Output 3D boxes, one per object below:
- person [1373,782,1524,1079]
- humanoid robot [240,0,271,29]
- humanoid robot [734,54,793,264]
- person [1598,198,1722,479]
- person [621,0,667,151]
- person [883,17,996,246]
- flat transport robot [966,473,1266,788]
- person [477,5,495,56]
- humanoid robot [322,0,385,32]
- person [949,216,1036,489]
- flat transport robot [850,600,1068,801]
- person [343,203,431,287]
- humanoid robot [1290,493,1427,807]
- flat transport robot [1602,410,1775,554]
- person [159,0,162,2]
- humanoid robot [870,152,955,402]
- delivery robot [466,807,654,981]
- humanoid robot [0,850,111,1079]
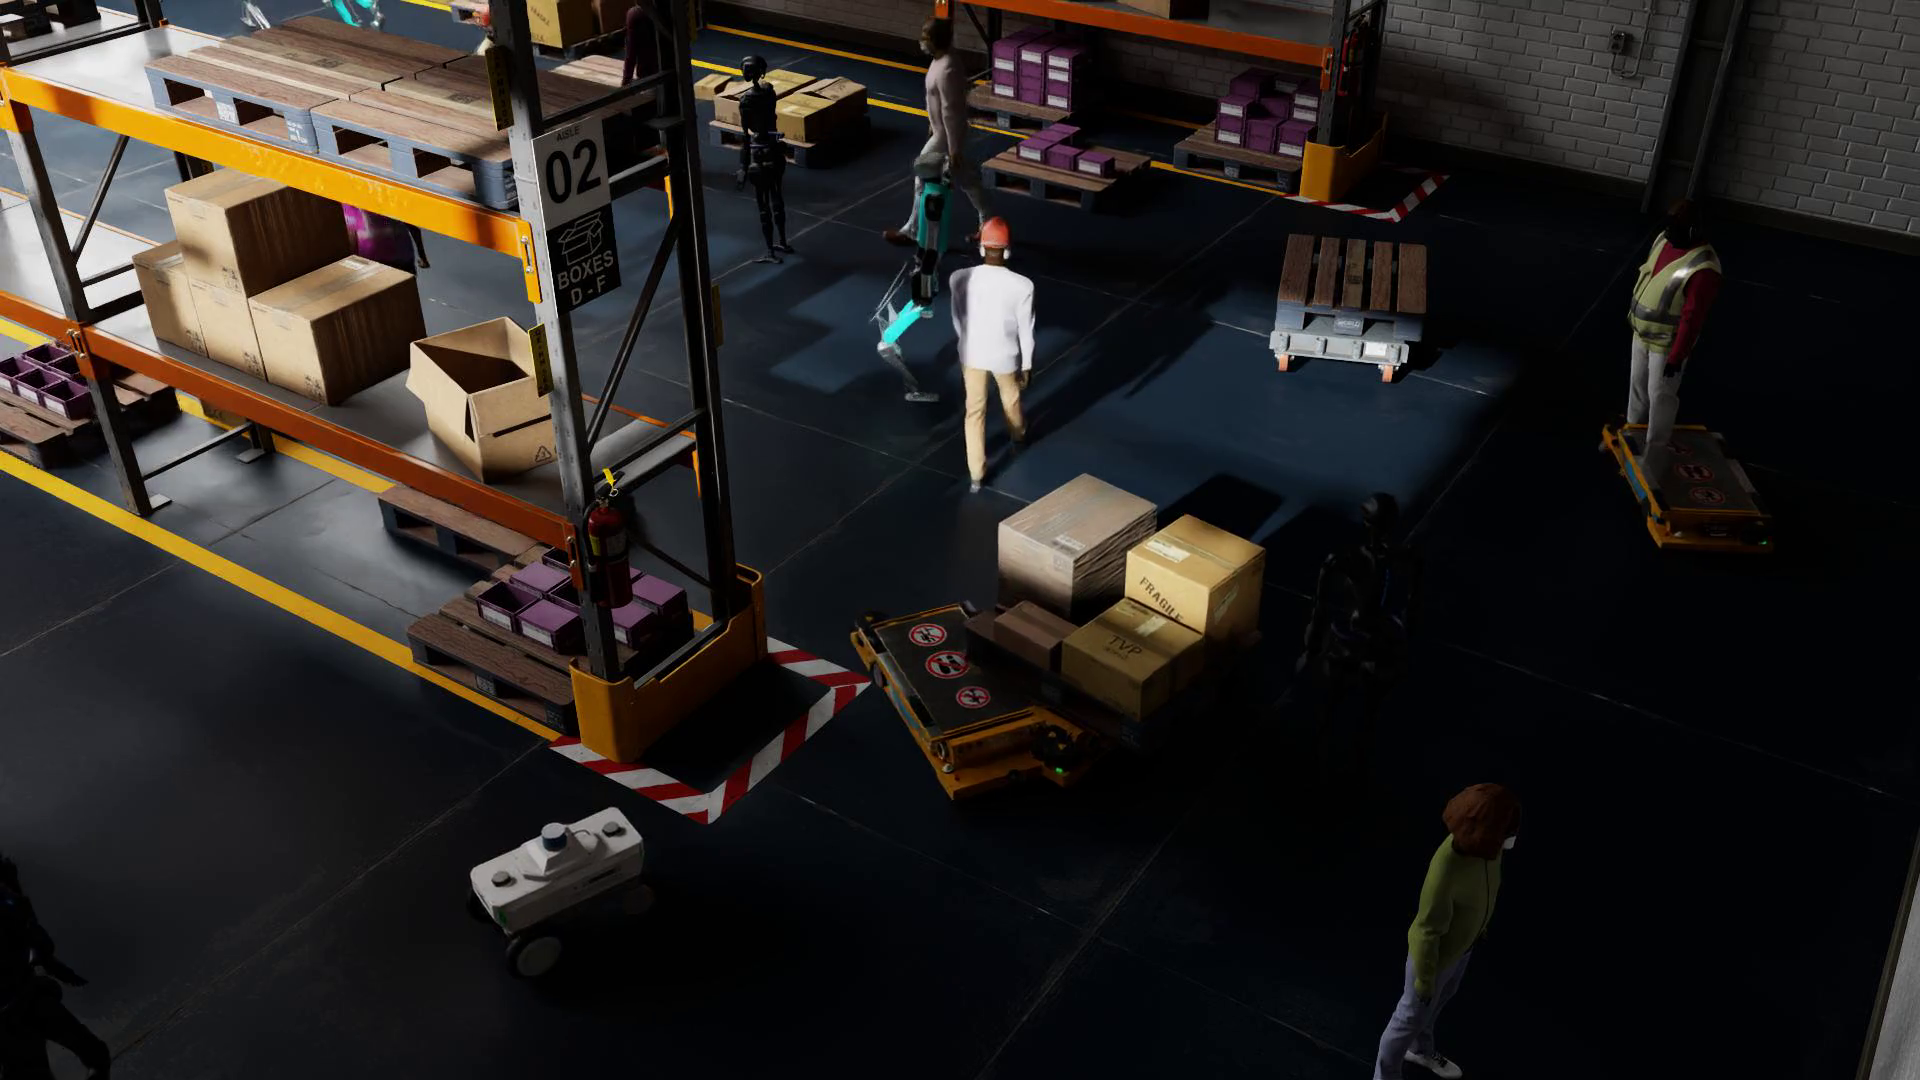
[{"bbox_3d":[1.841,1.538,6.266,0.285,1.626,0.495,25,41,33],"label":"person"},{"bbox_3d":[-8.009,-6.421,18.441,1.042,1.759,0.556,26,41,34],"label":"humanoid robot"},{"bbox_3d":[-1.573,-3.029,13.224,0.315,1.657,0.599,13,35,19],"label":"humanoid robot"},{"bbox_3d":[4.371,-1.262,10.383,0.431,1.838,0.623,-3,33,-5],"label":"person"},{"bbox_3d":[-2.799,-4.163,14.754,0.627,1.931,0.503,11,35,17],"label":"person"},{"bbox_3d":[-0.094,-3.255,13.399,0.991,1.899,0.641,2,33,3],"label":"person"},{"bbox_3d":[0.756,0.749,8.722,0.659,0.231,1.431,27,42,35],"label":"flat transport robot"},{"bbox_3d":[-3.976,-3.758,14.327,0.882,1.710,0.579,0,33,1],"label":"person"},{"bbox_3d":[-6.392,-5.769,17.414,1.027,1.739,0.538,22,39,30],"label":"humanoid robot"},{"bbox_3d":[0.224,-1.232,10.434,0.568,1.706,0.867,7,34,10],"label":"person"},{"bbox_3d":[-0.021,0.780,8.675,0.659,0.231,1.431,-13,35,-20],"label":"flat transport robot"},{"bbox_3d":[-3.995,-2.004,11.537,0.801,1.818,0.511,25,41,33],"label":"person"},{"bbox_3d":[1.865,0.526,7.773,0.602,1.649,0.335,-7,34,-10],"label":"humanoid robot"},{"bbox_3d":[4.555,-0.375,10.450,0.659,0.231,1.431,3,33,4],"label":"flat transport robot"},{"bbox_3d":[-9.731,-7.330,19.772,0.437,1.757,0.774,9,34,14],"label":"person"},{"bbox_3d":[-0.365,-1.719,11.191,0.653,1.808,0.544,2,33,3],"label":"humanoid robot"},{"bbox_3d":[-1.756,1.492,7.301,0.769,0.577,0.499,-22,39,-30],"label":"delivery robot"},{"bbox_3d":[-3.344,1.695,5.970,0.351,1.646,0.611,-6,33,-8],"label":"humanoid robot"}]
